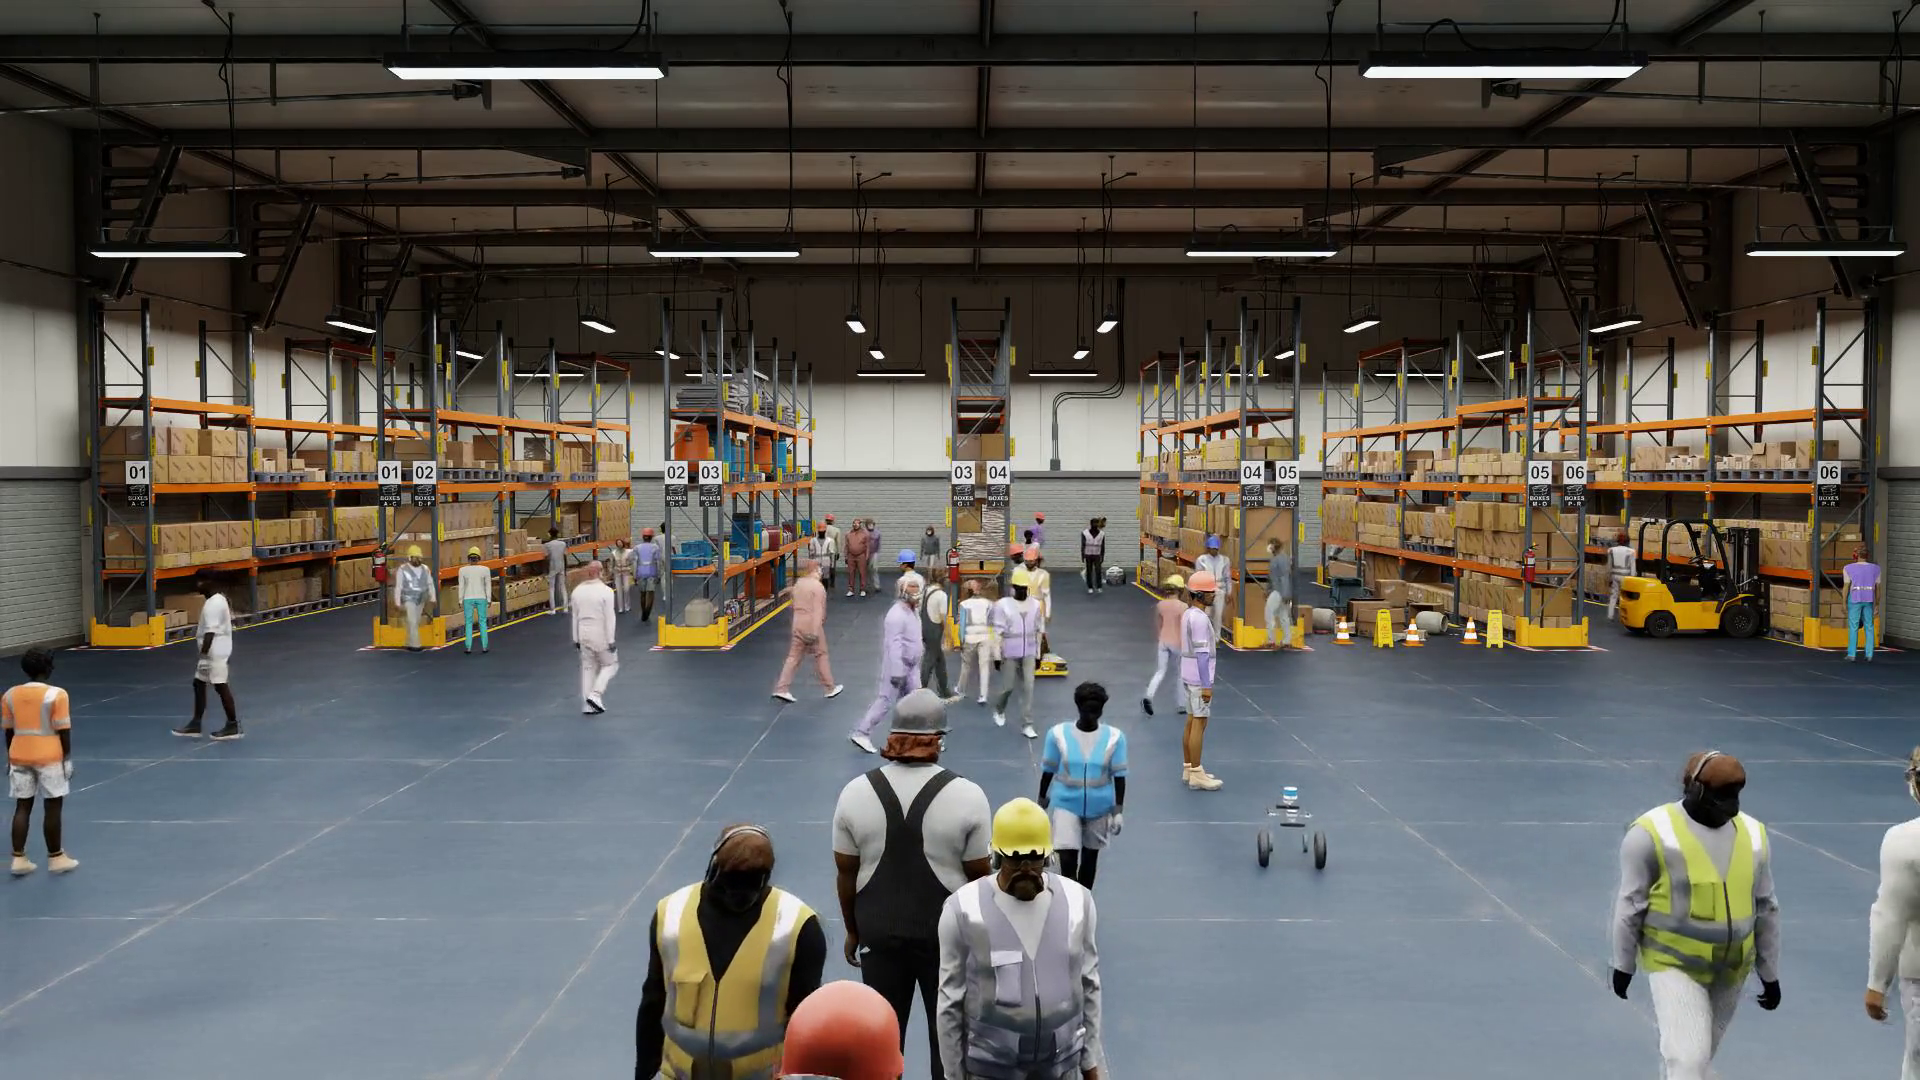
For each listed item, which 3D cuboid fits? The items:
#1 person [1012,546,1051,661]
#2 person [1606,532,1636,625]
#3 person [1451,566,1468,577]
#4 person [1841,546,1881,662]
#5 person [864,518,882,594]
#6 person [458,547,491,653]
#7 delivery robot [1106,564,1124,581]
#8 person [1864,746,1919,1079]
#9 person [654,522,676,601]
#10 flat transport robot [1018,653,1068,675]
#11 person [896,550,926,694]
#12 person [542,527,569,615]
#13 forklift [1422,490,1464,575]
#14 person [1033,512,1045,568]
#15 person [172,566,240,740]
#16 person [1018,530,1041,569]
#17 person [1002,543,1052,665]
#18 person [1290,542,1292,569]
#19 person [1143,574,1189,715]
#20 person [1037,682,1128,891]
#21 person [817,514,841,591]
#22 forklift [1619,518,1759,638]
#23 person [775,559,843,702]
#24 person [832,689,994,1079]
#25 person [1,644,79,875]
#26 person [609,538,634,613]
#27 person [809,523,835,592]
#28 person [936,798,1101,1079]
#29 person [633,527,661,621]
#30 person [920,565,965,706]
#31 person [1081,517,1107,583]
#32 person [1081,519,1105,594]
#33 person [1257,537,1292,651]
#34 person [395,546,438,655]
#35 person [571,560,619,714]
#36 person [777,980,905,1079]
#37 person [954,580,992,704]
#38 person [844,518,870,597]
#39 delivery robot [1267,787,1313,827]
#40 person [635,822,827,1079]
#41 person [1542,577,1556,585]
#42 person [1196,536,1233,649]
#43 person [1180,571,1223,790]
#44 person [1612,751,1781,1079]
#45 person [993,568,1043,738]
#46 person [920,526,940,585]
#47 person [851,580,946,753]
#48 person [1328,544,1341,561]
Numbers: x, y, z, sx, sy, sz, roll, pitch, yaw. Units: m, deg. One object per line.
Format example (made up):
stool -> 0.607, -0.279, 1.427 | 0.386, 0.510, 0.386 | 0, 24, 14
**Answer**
person -> 1.039, 1.046, 23.578 | 0.566, 1.919, 0.480 | 1, 2, 16
person -> 12.995, 0.761, 31.714 | 0.887, 1.849, 0.593 | -2, 3, -44
person -> 11.824, 0.464, 37.946 | 0.631, 1.954, 0.998 | 0, 2, 10
person -> 14.260, 1.010, 25.530 | 0.561, 1.836, 0.379 | 0, 2, 5
person -> -2.234, 0.404, 40.205 | 0.649, 1.876, 0.978 | -1, 3, -28
person -> -8.060, 0.993, 26.813 | 0.533, 1.767, 0.325 | -1, 2, -22
delivery robot -> 4.182, 0.896, 43.627 | 0.477, 0.478, 0.707 | 1, 2, 20
person -> 3.981, 1.746, 6.481 | 0.641, 1.886, 1.042 | -1, 2, -16
person -> -6.964, 0.499, 38.110 | 0.568, 1.851, 0.643 | 0, 2, -9
flat transport robot -> 1.179, 1.854, 24.191 | 0.652, 0.197, 1.431 | 0, 2, -6
person -> -0.692, 1.101, 21.832 | 0.397, 1.944, 0.618 | 1, 3, 27
person -> -8.556, 0.661, 34.155 | 0.605, 1.847, 0.473 | -1, 3, -31
forklift -> 13.926, -0.371, 47.846 | 1.873, 2.768, 1.129 | 0, 2, 0
person -> 2.162, 0.159, 45.759 | 0.558, 1.926, 0.550 | 0, 2, 8
person -> -8.417, 1.257, 17.912 | 0.832, 1.937, 0.646 | -1, 2, -20
person -> 1.599, 0.609, 37.344 | 0.574, 1.683, 0.418 | 0, 2, -6
person -> 1.043, 1.004, 25.083 | 0.567, 1.894, 0.767 | 2, 3, 37
person -> 7.402, 0.540, 37.507 | 0.609, 1.824, 0.404 | 0, 2, -2
person -> 2.563, 1.285, 19.833 | 0.809, 1.741, 0.538 | -2, 3, -43
person -> 0.773, 1.710, 10.208 | 0.580, 1.631, 0.871 | 0, 2, -1
person -> -3.389, 0.316, 41.551 | 0.621, 1.937, 1.015 | 0, 2, -7
forklift -> 13.417, 0.684, 29.791 | 2.313, 2.155, 1.214 | 0, 2, 0
person -> -1.977, 1.183, 21.110 | 1.023, 1.855, 0.683 | -2, 3, -44
person -> -0.173, 1.667, 6.941 | 0.688, 2.000, 0.535 | 0, 2, 12
person -> -6.794, 1.619, 11.922 | 0.537, 1.697, 0.318 | 0, 2, 8
person -> -7.224, 0.757, 34.482 | 0.543, 1.616, 0.392 | 0, 2, 1
person -> -3.085, 0.564, 36.131 | 0.567, 1.881, 0.978 | 0, 2, -4
person -> 0.212, 1.805, 5.671 | 0.586, 1.823, 0.403 | -1, 2, -13
person -> -6.336, 0.694, 32.636 | 0.559, 1.917, 0.650 | 0, 2, -4
person -> -0.216, 1.226, 20.319 | 0.869, 1.807, 0.547 | -1, 3, -26
person -> 3.702, 0.266, 44.402 | 0.675, 1.837, 0.596 | 1, 2, 16
person -> 3.320, 0.408, 40.198 | 0.603, 1.869, 0.973 | 0, 2, -3
person -> 5.257, 0.905, 27.173 | 0.752, 1.908, 0.624 | 0, 2, 6
person -> -8.906, 0.993, 26.509 | 0.911, 1.778, 0.601 | 2, 3, 37
person -> -4.472, 1.201, 19.892 | 0.663, 1.898, 0.415 | 1, 3, 28
person -> -0.232, 1.835, 3.134 | 0.659, 1.956, 0.966 | 0, 2, 9
person -> 0.175, 1.312, 20.942 | 0.501, 1.578, 0.893 | -1, 2, -21
person -> -2.514, 0.425, 39.309 | 0.642, 1.913, 0.408 | 0, 2, 12
delivery robot -> 2.527, 2.010, 12.349 | 0.335, 0.223, 0.698 | 0, 2, 8
person -> -0.803, 1.835, 5.473 | 0.692, 1.783, 0.878 | 0, 2, 8
person -> 13.260, 0.627, 36.437 | 0.320, 1.737, 0.483 | -1, 3, -25
person -> 4.309, 0.894, 27.418 | 0.614, 1.918, 0.451 | 0, 2, -2
person -> 2.279, 1.314, 15.278 | 0.370, 2.044, 0.608 | 0, 2, -4
person -> 3.078, 1.775, 6.586 | 0.648, 1.804, 0.842 | 0, 2, -9
person -> 0.647, 1.262, 18.397 | 0.594, 1.906, 0.774 | -1, 2, -19
person -> -0.815, 0.417, 43.447 | 0.514, 1.583, 0.881 | 0, 2, 12
person -> -0.666, 1.339, 17.107 | 0.988, 1.855, 0.693 | 1, 2, 22
person -> 10.384, 0.154, 44.793 | 0.455, 2.017, 0.641 | 0, 2, 1
